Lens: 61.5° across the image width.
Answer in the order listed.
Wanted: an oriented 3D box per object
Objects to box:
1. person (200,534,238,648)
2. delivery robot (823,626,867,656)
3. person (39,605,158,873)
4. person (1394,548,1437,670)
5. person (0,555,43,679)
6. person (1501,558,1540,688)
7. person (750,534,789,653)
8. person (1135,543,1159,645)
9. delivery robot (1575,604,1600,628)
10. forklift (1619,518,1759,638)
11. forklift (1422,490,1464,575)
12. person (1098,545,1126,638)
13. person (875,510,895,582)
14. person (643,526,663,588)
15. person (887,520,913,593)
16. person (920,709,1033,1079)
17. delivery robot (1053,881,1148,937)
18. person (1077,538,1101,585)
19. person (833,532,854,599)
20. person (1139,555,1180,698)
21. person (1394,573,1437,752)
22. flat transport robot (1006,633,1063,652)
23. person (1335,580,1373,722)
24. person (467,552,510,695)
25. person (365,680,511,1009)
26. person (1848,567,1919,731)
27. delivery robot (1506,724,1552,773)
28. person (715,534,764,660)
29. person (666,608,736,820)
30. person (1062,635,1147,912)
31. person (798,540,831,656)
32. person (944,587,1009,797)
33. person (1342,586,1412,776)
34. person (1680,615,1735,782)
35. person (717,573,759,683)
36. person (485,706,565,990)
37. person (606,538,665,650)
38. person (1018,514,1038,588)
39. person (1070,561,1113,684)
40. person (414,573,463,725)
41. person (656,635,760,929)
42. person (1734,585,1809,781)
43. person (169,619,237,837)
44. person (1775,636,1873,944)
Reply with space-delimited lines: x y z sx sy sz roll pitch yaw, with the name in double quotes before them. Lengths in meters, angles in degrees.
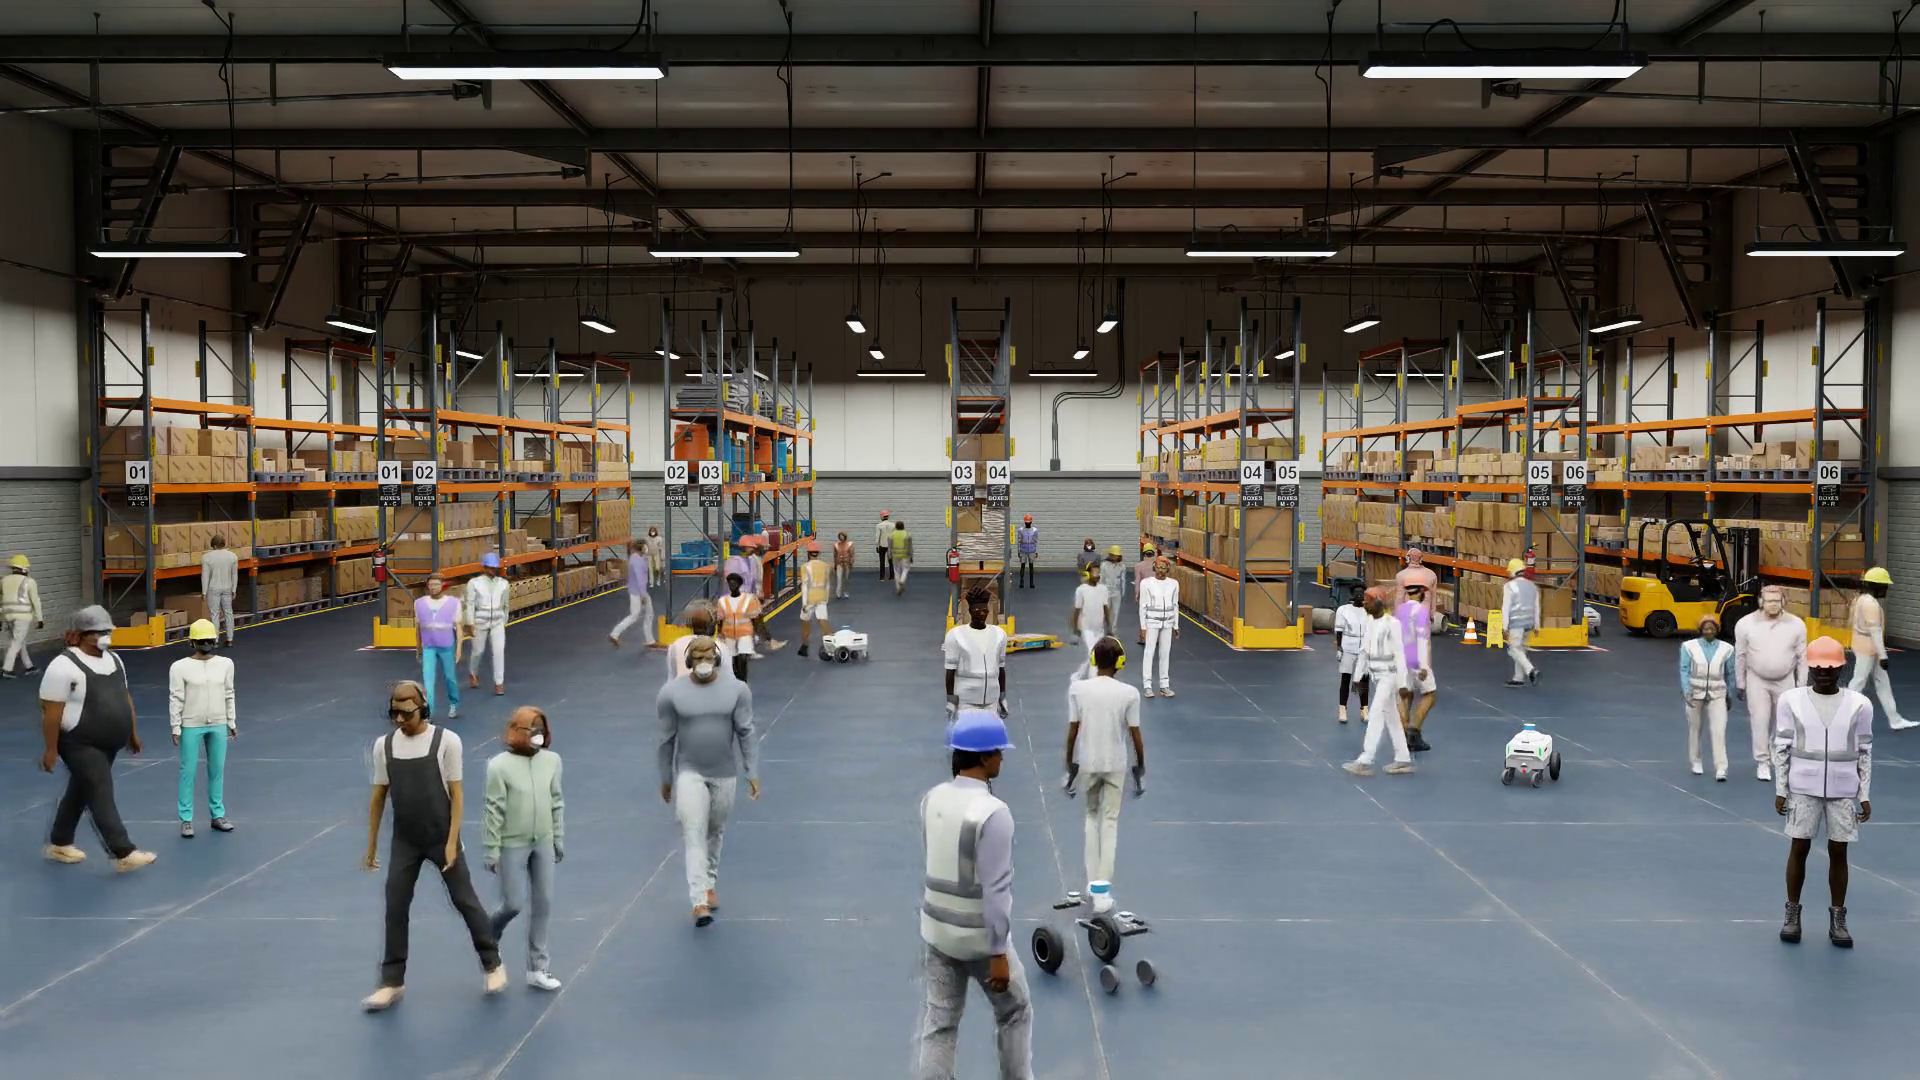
"person" -12.714 0.872 27.706 0.372 1.940 0.630 2 3 40
"delivery robot" -1.819 1.610 25.657 0.707 0.478 0.477 -2 3 -42
"person" -6.503 1.461 12.127 1.067 2.000 0.696 0 2 9
"person" 6.480 1.072 23.056 0.639 1.911 0.406 0 2 -11
"person" -13.751 1.117 23.576 0.609 1.786 0.954 0 2 8
"person" 7.758 1.161 22.181 0.613 1.807 0.688 -1 3 -28
"person" -3.378 0.892 26.769 1.089 1.966 0.622 0 2 2
"person" 3.289 0.940 28.137 0.523 1.769 0.310 0 2 -10
"delivery robot" 11.700 1.434 30.093 0.477 0.478 0.707 0 2 11
"forklift" 13.417 0.684 29.791 2.313 2.155 1.214 0 2 0
"forklift" 13.926 -0.371 47.846 1.873 2.768 1.129 0 2 0
"person" 2.692 0.947 28.512 0.510 1.712 0.454 0 2 -9
"person" -2.085 0.160 45.082 0.616 1.986 0.407 -1 3 -28
"person" -8.094 0.443 42.554 0.505 1.619 0.376 0 2 -7
"person" -1.502 0.418 40.438 0.645 1.832 0.505 0 2 10
"person" 0.152 1.696 7.076 0.786 1.922 0.638 -2 3 -36
"delivery robot" 0.817 2.124 9.487 0.335 0.223 0.698 -1 3 -31
"person" 2.697 0.782 33.753 0.503 1.633 0.280 0 2 -5
"person" -2.791 0.605 38.719 0.513 1.599 0.845 0 2 1
"person" 2.654 1.146 21.480 0.573 1.885 0.357 -1 2 -18
"person" 4.873 1.307 17.295 0.470 1.900 0.577 -1 2 -23
"flat transport robot" 1.026 1.729 27.333 1.431 0.197 0.652 -2 3 -45
"person" 4.744 1.326 19.268 0.536 1.696 0.322 0 2 1
"person" -6.433 1.114 21.951 0.601 1.919 0.907 -1 3 -29
"person" -2.938 1.678 9.041 0.768 1.815 0.534 0 2 3
"person" 10.496 1.263 18.391 0.910 1.885 0.619 1 3 26
"delivery robot" 5.475 2.012 15.527 0.477 0.478 0.707 1 2 27
"person" -3.576 0.907 25.944 0.870 2.011 0.629 1 2 19
"person" -2.179 1.486 14.051 0.646 1.789 0.959 1 3 28
"person" 1.006 1.575 11.061 0.565 1.844 0.645 1 2 18
"person" -2.322 0.953 26.168 0.554 1.902 0.959 -2 3 -34
"person" 0.152 1.391 14.283 0.612 1.963 0.363 -1 3 -25
"person" 4.080 1.385 15.928 0.897 1.844 0.589 0 2 -10
"person" 7.243 1.519 15.661 0.497 1.590 0.839 1 2 19
"person" -2.929 1.264 21.027 0.557 1.666 0.727 0 2 10
"person" -2.526 1.755 9.322 0.519 1.618 0.517 2 3 42
"person" -5.469 0.912 27.155 0.888 1.910 0.632 0 2 -4
"person" 1.786 0.291 42.464 0.543 1.928 0.374 0 2 -3
"person" 1.698 1.181 21.192 0.514 1.846 0.783 -2 3 -36
"person" -6.222 1.277 19.315 0.578 1.801 0.986 0 2 -4
"person" -1.666 1.572 10.693 0.651 1.884 1.013 -1 2 -17
"person" 7.894 1.372 15.746 0.673 1.887 0.578 1 2 17
"person" -6.215 1.530 13.284 0.311 1.768 0.533 2 3 42
"person" 5.441 1.569 10.174 0.550 1.935 0.376 1 2 23
